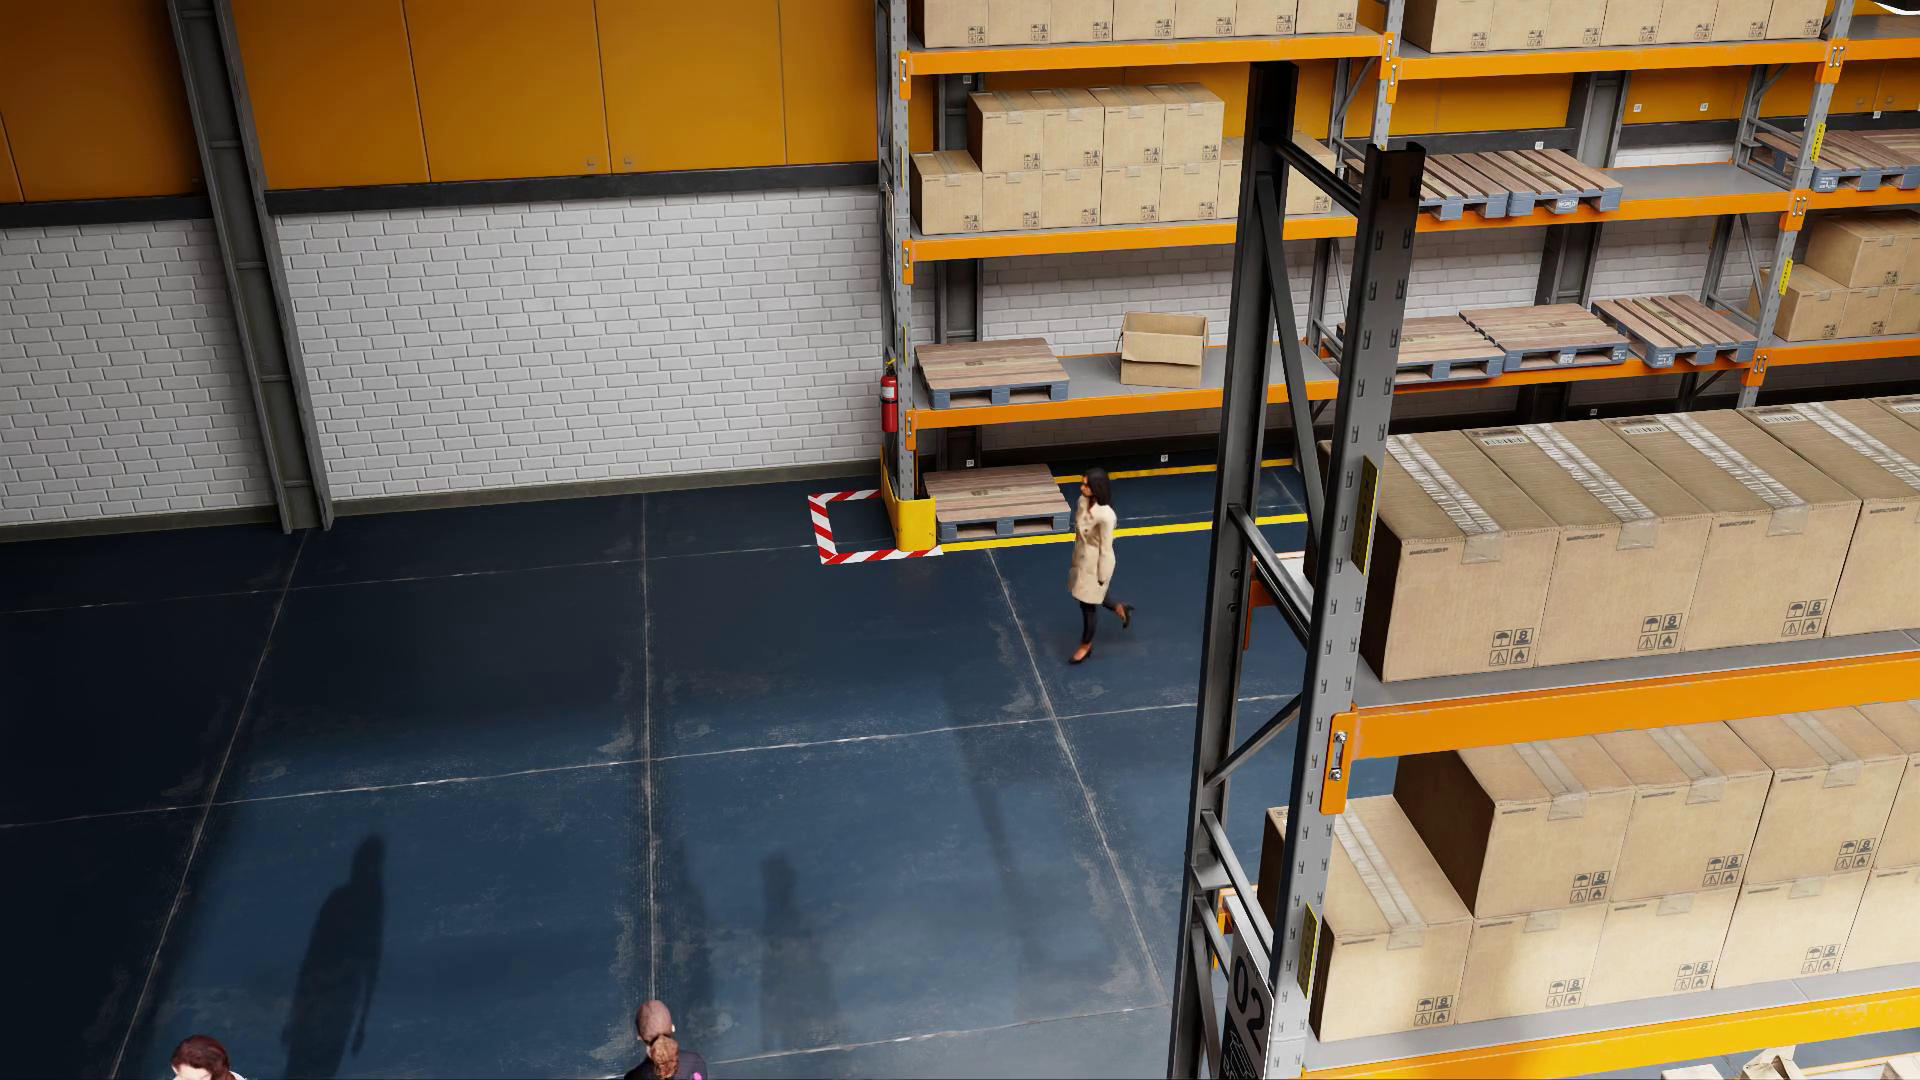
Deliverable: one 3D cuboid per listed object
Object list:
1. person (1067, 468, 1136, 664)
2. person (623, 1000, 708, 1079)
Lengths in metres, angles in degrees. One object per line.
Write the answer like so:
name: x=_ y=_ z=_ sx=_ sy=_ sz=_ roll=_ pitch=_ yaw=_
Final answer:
person: x=1.100 y=0.188 z=12.780 sx=0.943 sy=1.668 sz=0.772 roll=-12 pitch=31 yaw=-21
person: x=-1.310 y=2.902 z=7.734 sx=0.663 sy=1.734 sz=0.718 roll=-12 pitch=31 yaw=-21
